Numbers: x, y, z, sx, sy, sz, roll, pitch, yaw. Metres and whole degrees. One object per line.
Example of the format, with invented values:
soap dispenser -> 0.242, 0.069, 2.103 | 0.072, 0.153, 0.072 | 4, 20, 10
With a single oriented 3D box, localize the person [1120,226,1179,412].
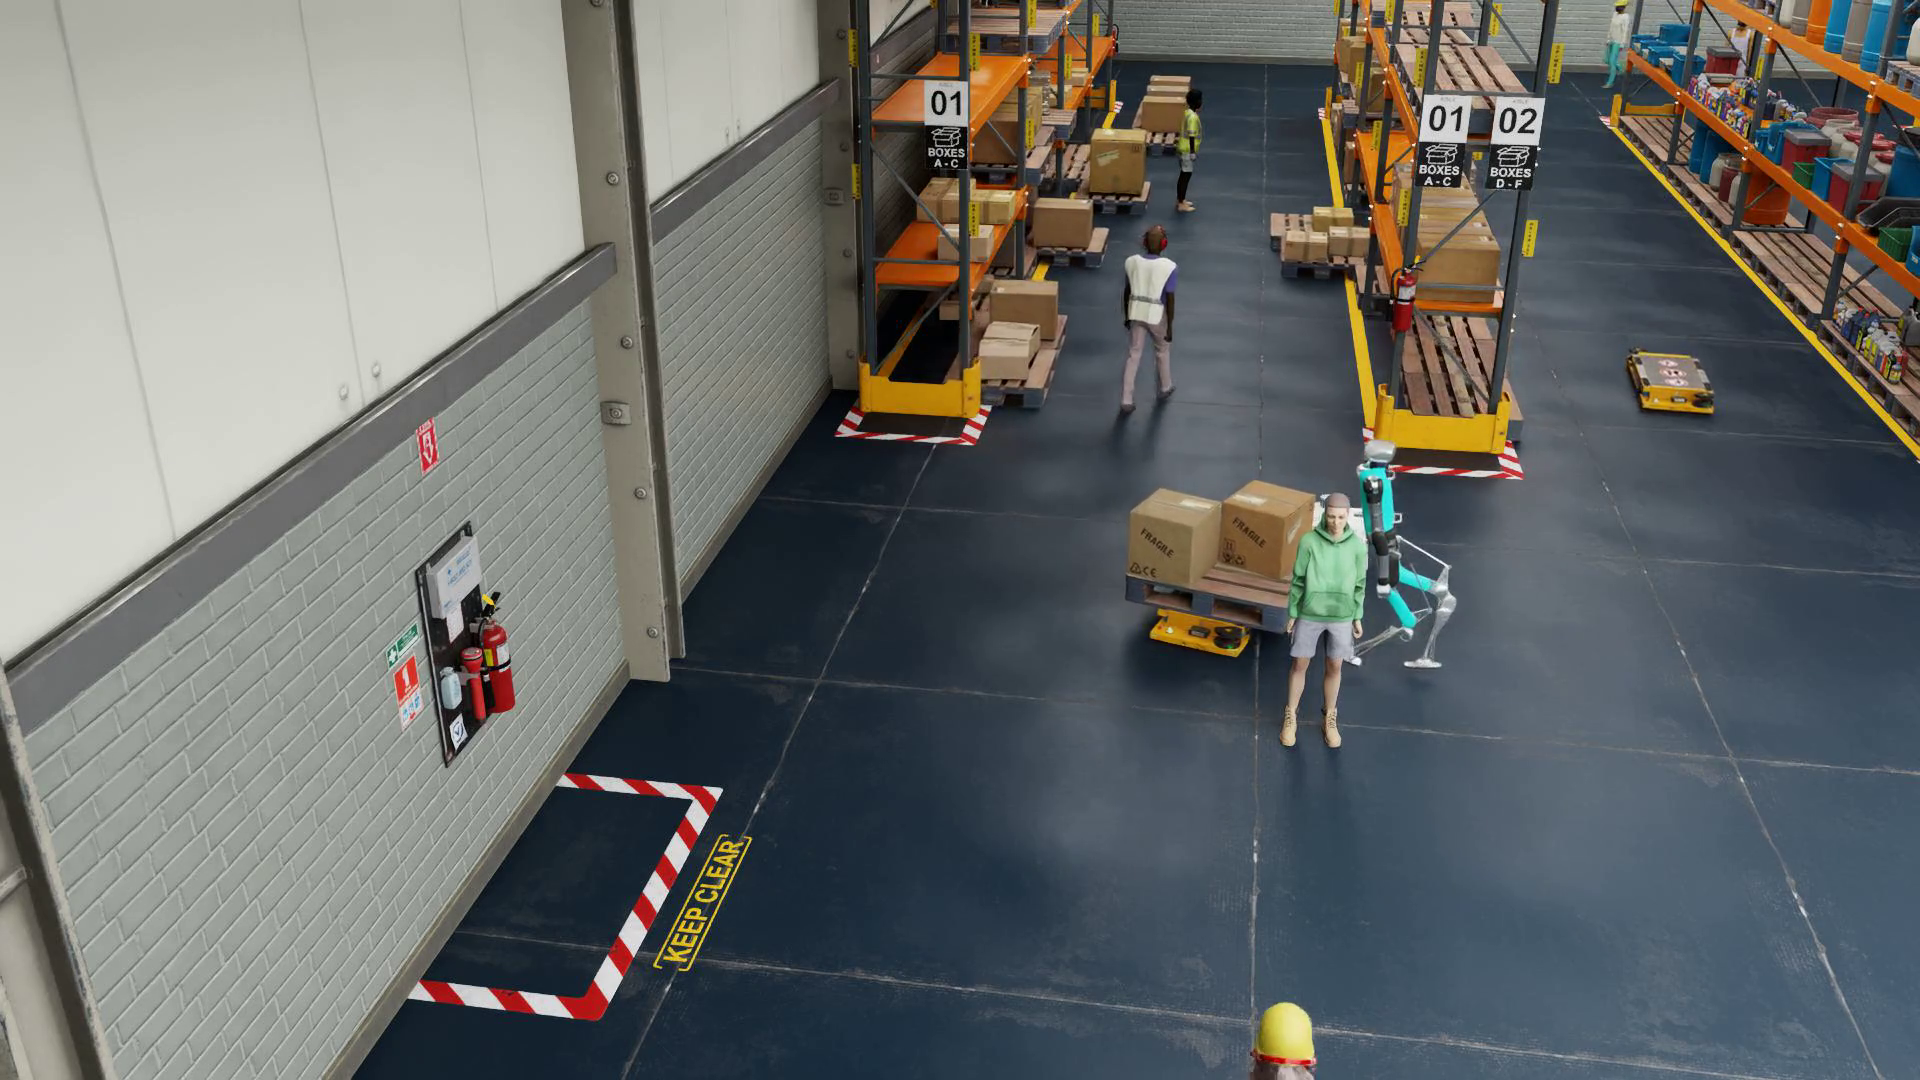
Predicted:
person -> 1.841, -2.163, 16.198 | 0.574, 1.783, 0.983 | 13, 28, 25

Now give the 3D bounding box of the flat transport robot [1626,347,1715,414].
flat transport robot -> 7.169, -1.613, 16.810 | 0.659, 0.231, 1.431 | 6, 26, 13

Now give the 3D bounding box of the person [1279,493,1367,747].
person -> 2.311, 0.502, 10.542 | 0.474, 1.743, 0.340 | 2, 25, 5

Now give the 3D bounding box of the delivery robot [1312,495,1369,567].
delivery robot -> 2.863, -0.070, 13.165 | 0.781, 0.591, 0.499 | 3, 25, 7

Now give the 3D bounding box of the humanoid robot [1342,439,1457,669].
humanoid robot -> 3.066, 0.174, 11.275 | 0.993, 1.724, 0.550 | 6, 26, 13

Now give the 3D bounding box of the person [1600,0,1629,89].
person -> 12.789, -9.666, 32.291 | 0.486, 1.748, 0.538 | -4, 25, -8

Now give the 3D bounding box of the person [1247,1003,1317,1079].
person -> 1.184, 2.464, 6.341 | 0.571, 1.731, 0.757 | 4, 25, 8

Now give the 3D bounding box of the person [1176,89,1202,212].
person -> 3.231, -5.486, 23.419 | 0.320, 1.694, 0.532 | 0, 25, 0

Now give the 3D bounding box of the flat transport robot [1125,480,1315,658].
flat transport robot -> 1.975, 0.439, 12.417 | 0.659, 0.231, 1.431 | 12, 28, 24

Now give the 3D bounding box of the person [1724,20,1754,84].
person -> 13.722, -8.405, 29.474 | 0.530, 1.859, 0.392 | 12, 28, 24
